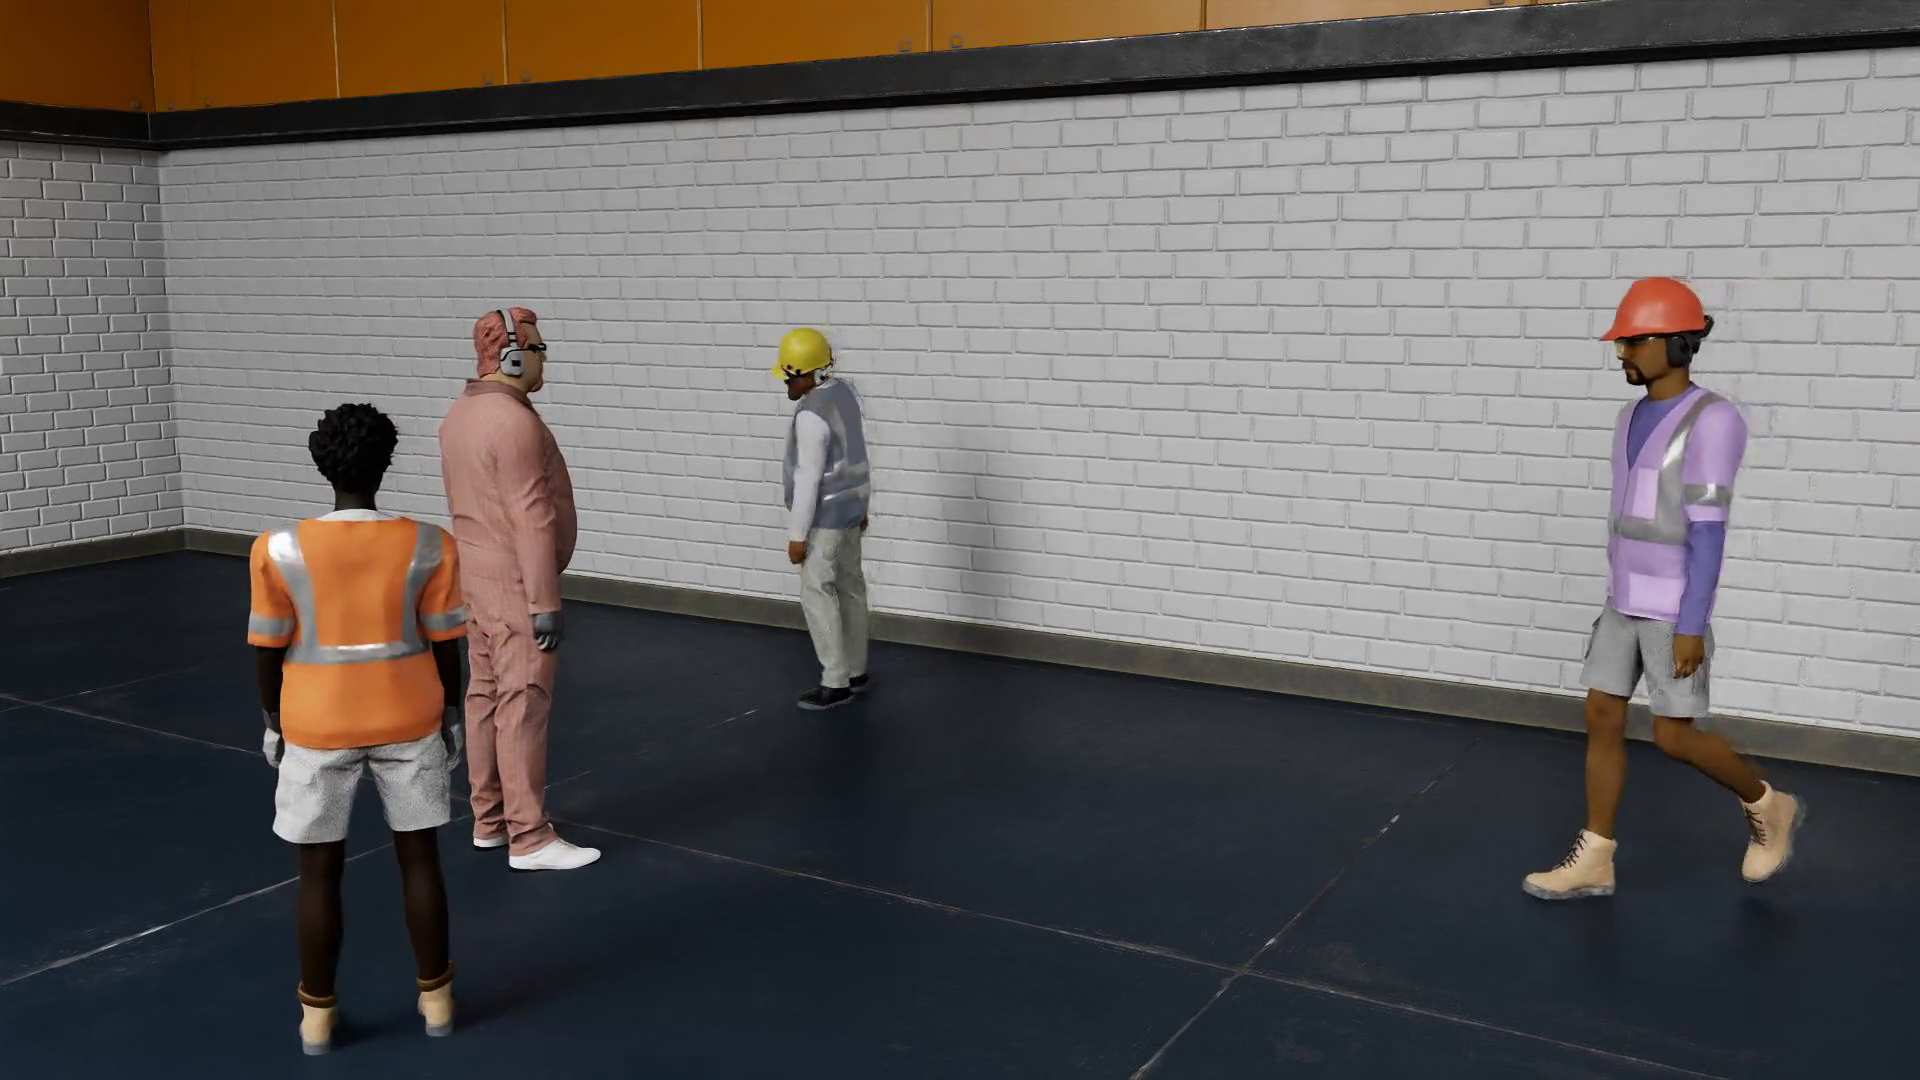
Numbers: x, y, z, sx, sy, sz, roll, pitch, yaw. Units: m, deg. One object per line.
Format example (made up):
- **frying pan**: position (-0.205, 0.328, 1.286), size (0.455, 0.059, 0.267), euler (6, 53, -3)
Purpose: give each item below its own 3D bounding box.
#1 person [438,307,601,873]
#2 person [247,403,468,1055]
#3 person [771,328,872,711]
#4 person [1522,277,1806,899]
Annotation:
- **person**: position (-1.505, 0.168, 5.687), size (0.404, 1.911, 0.636), euler (-7, 11, -36)
- **person**: position (-1.555, 0.491, 4.348), size (0.535, 1.691, 0.318), euler (-4, 10, -23)
- **person**: position (-0.617, -0.114, 7.872), size (0.406, 1.786, 0.726), euler (3, 9, 16)
- **person**: position (2.292, 0.179, 5.296), size (0.830, 2.019, 0.622), euler (-2, 9, -10)
